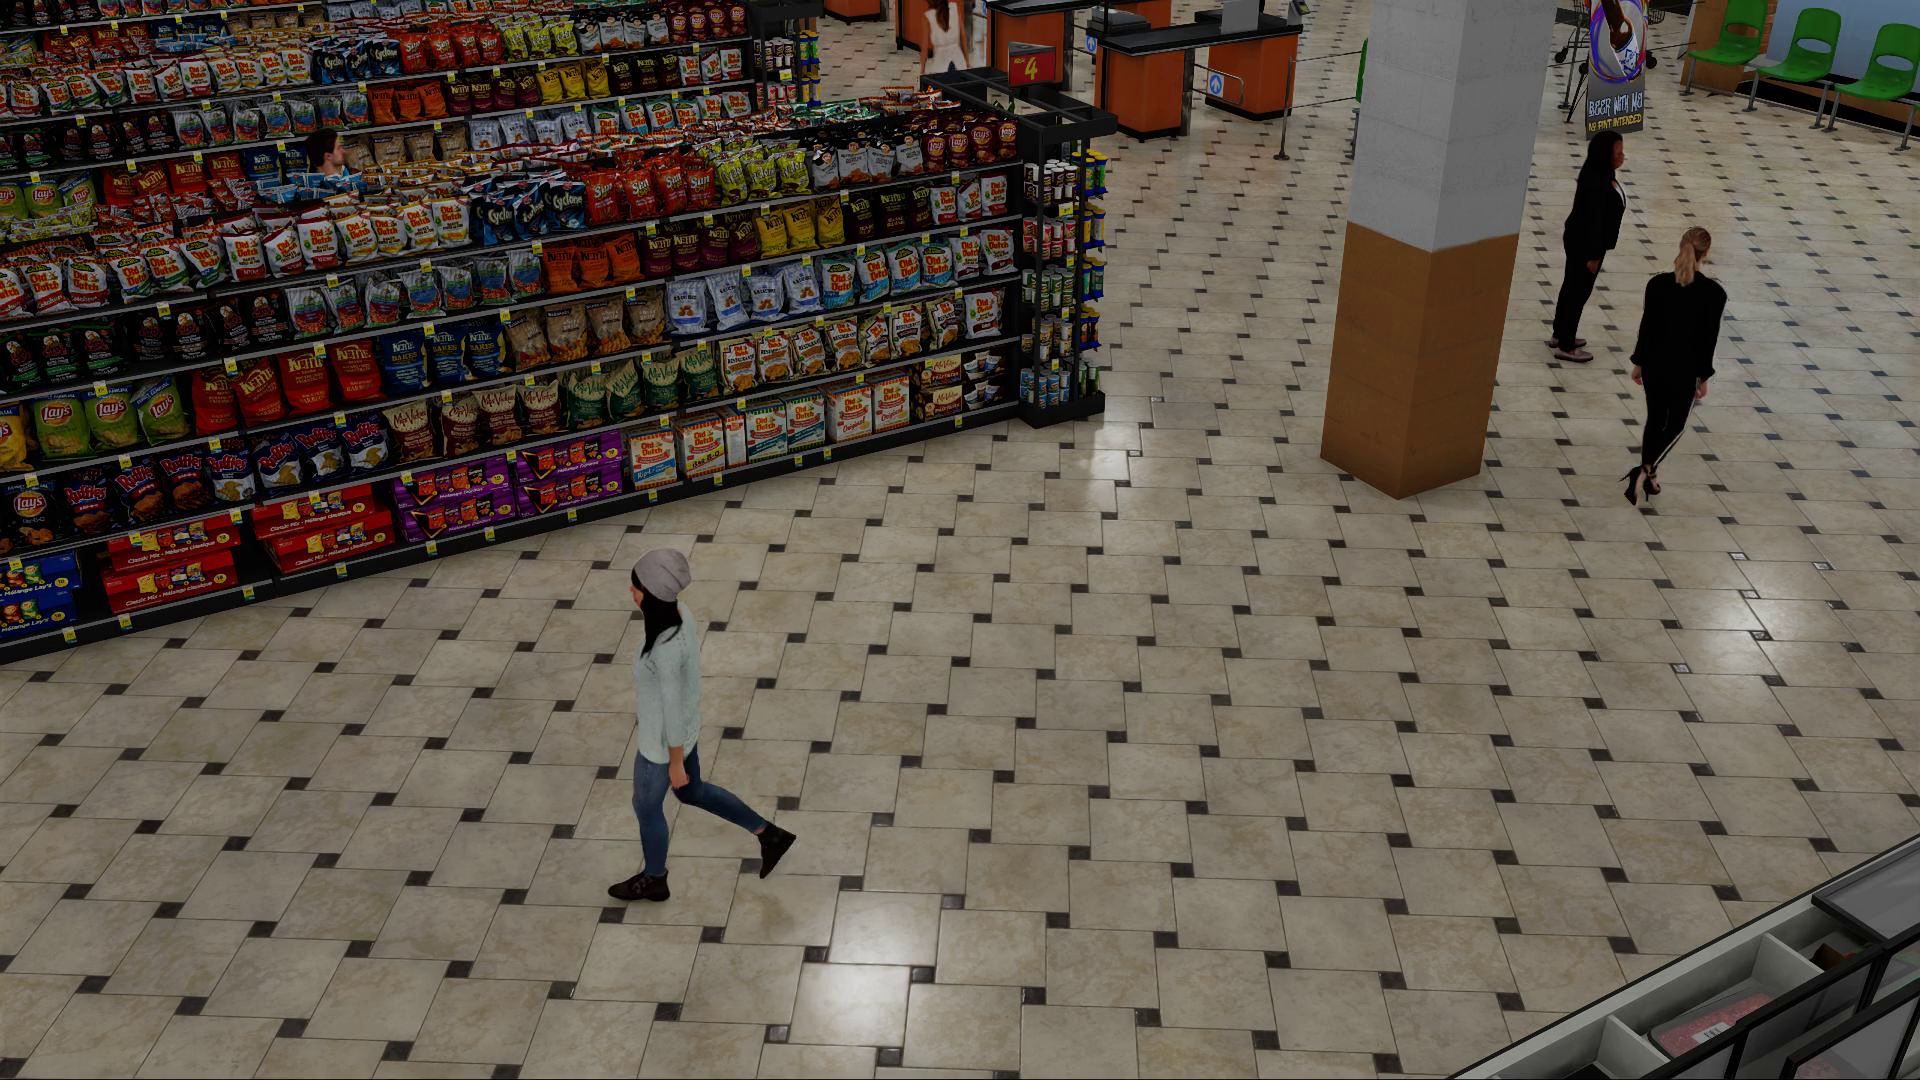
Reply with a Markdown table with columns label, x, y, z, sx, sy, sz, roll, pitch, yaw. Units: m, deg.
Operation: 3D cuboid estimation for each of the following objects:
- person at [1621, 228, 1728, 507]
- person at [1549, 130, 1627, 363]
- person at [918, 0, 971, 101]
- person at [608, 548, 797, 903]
| label | x | y | z | sx | sy | sz | roll | pitch | yaw |
| --- | --- | --- | --- | --- | --- | --- | --- | --- | --- |
| person | 4.050 | -0.925 | 9.536 | 0.789 | 1.687 | 0.951 | 22 | 36 | 35 |
| person | 4.408 | -2.075 | 11.717 | 0.811 | 1.617 | 0.759 | 5 | 29 | 10 |
| person | -0.062 | -4.534 | 16.078 | 0.515 | 1.754 | 0.817 | -5 | 29 | -8 |
| person | -1.050 | 0.759 | 6.518 | 1.087 | 1.624 | 0.868 | -2 | 29 | -3 |
